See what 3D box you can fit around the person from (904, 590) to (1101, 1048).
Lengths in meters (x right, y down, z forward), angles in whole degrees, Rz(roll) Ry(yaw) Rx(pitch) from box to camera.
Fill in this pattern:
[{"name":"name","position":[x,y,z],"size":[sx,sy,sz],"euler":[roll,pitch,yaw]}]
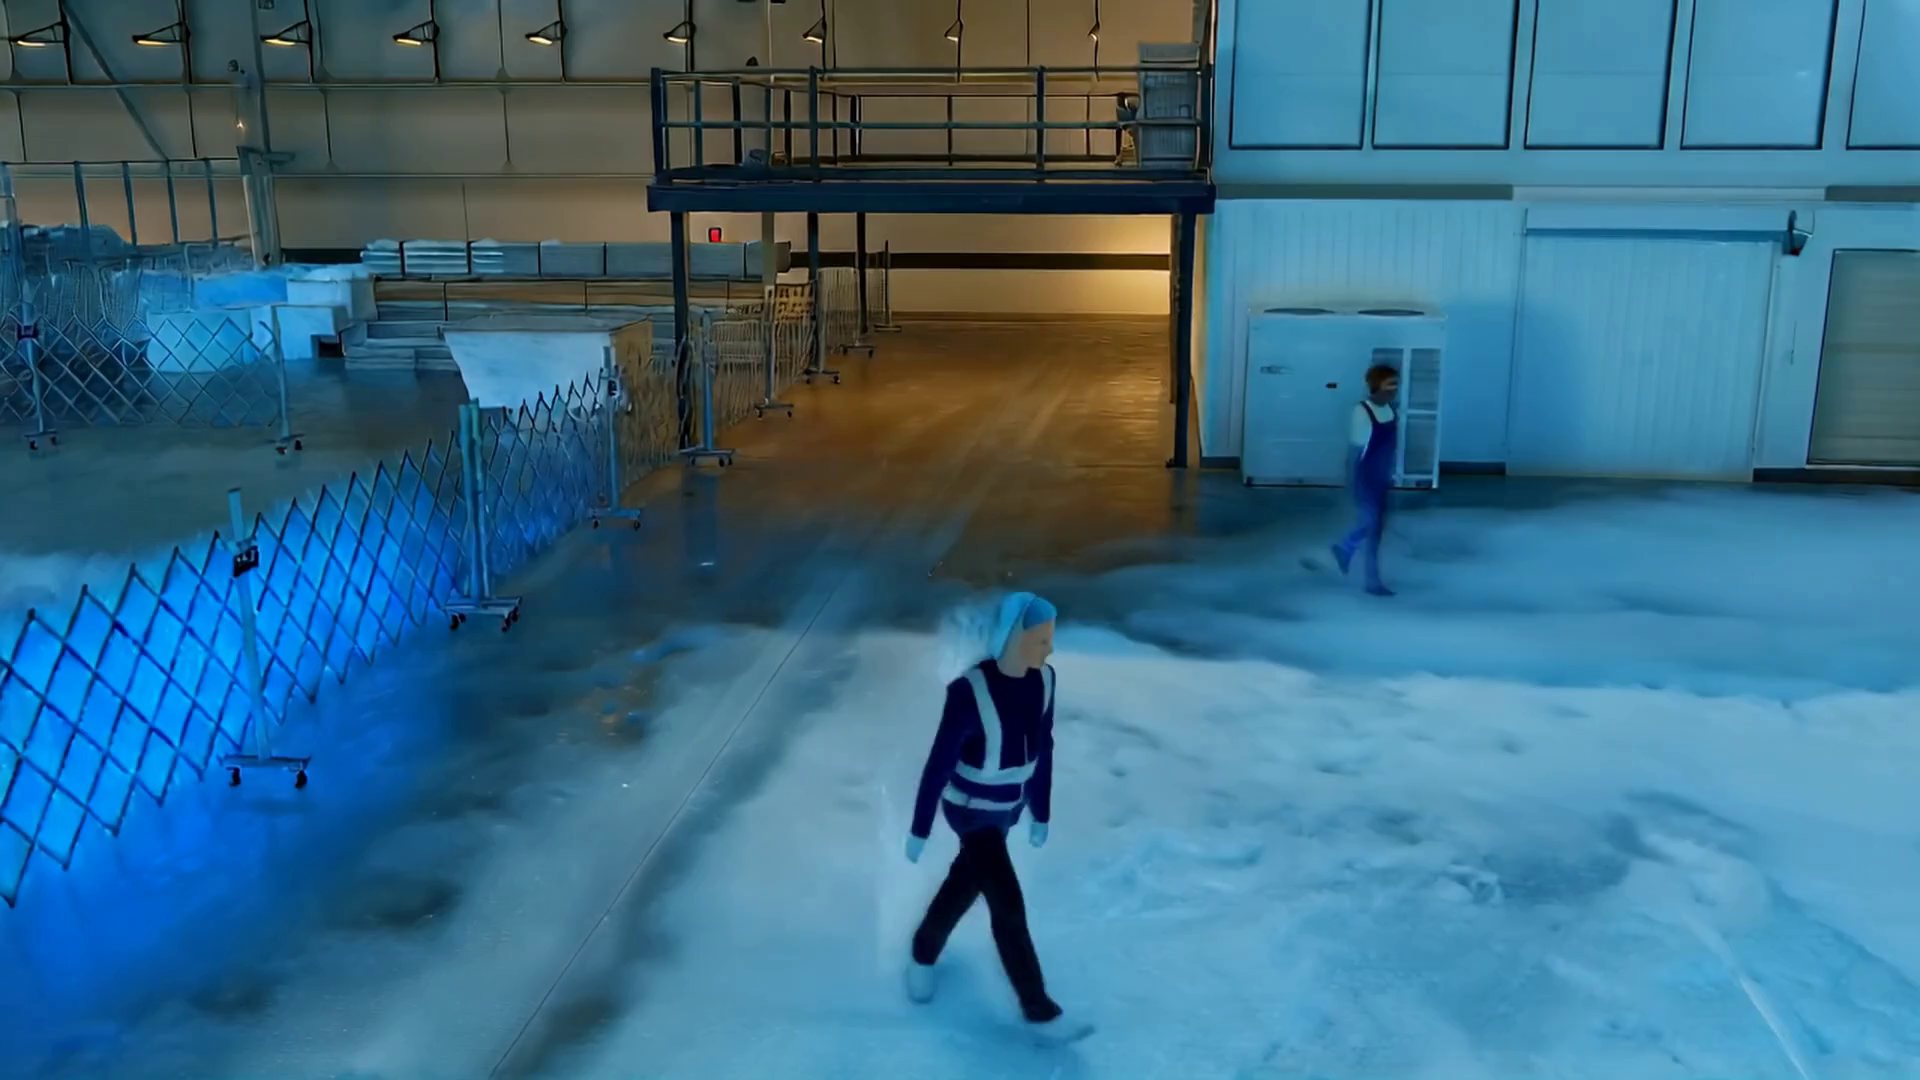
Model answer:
[{"name":"person","position":[0.094,1.080,6.608],"size":[0.966,1.820,0.624],"euler":[10,17,36]}]

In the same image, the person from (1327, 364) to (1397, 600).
[{"name":"person","position":[3.149,-0.474,12.928],"size":[0.516,1.829,0.636],"euler":[-11,18,-38]}]
